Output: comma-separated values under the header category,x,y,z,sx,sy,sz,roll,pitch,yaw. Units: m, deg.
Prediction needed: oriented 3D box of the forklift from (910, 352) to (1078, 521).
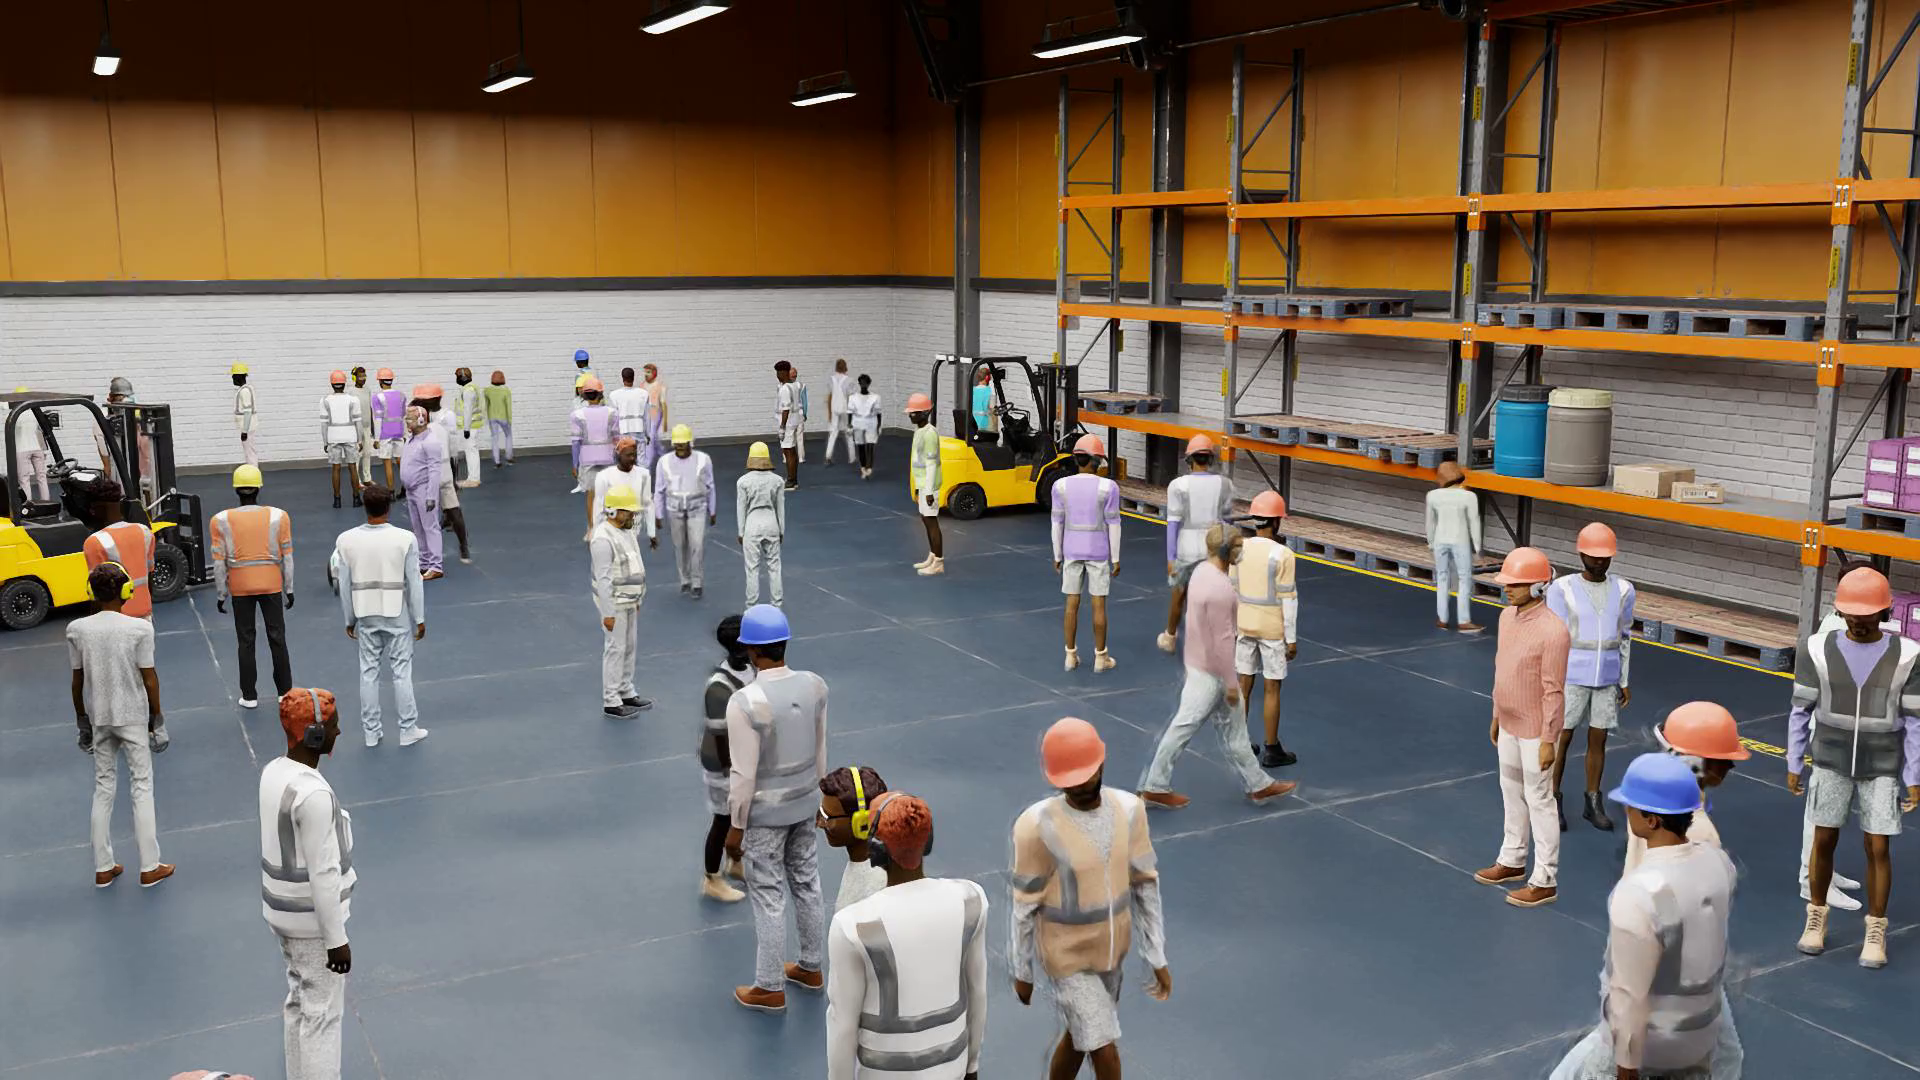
category,x,y,z,sx,sy,sz,roll,pitch,yaw
forklift,0.460,-1.461,22.833,2.313,2.155,1.214,-5,11,-28

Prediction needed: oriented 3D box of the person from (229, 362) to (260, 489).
category,x,y,z,sx,sy,sz,roll,pitch,yaw
person,-10.756,-1.707,25.018,0.363,1.928,0.587,-4,11,-24

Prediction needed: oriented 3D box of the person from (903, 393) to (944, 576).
category,x,y,z,sx,sy,sz,roll,pitch,yaw
person,-0.403,-0.615,18.468,0.452,2.030,0.621,-2,10,-11

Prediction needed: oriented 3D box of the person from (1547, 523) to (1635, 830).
category,x,y,z,sx,sy,sz,roll,pitch,yaw
person,3.887,0.846,10.285,0.551,1.936,0.357,0,10,-1

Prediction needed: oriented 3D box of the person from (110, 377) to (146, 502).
category,x,y,z,sx,sy,sz,roll,pitch,yaw
person,-11.667,-1.361,23.264,0.325,1.842,0.517,3,10,17

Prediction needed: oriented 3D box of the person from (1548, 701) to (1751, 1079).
category,x,y,z,sx,sy,sz,roll,pitch,yaw
person,2.649,1.539,6.303,1.015,1.948,0.617,0,10,2

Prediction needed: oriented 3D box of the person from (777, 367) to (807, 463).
category,x,y,z,sx,sy,sz,roll,pitch,yaw
person,-2.835,-2.105,28.137,0.511,1.641,0.309,-1,10,-8

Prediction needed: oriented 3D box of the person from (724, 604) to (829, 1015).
category,x,y,z,sx,sy,sz,roll,pitch,yaw
person,-0.878,1.261,7.875,0.409,1.943,0.615,8,13,38

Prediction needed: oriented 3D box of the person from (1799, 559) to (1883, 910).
category,x,y,z,sx,sy,sz,roll,pitch,yaw
person,4.847,1.049,9.187,0.392,1.917,0.592,5,11,28

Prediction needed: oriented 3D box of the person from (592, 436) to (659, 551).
category,x,y,z,sx,sy,sz,roll,pitch,yaw
person,-3.163,-0.052,15.694,0.562,1.858,0.585,9,13,41

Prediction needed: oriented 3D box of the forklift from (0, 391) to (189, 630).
category,x,y,z,sx,sy,sz,roll,pitch,yaw
forklift,-9.026,-0.363,16.508,1.214,2.155,2.313,6,11,29

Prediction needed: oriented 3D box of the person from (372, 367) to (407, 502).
category,x,y,z,sx,sy,sz,roll,pitch,yaw
person,-8.188,-1.509,23.848,0.375,1.935,0.551,7,12,35

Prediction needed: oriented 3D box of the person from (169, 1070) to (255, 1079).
category,x,y,z,sx,sy,sz,roll,pitch,yaw
person,-1.531,2.034,3.577,0.400,1.902,0.650,2,10,13

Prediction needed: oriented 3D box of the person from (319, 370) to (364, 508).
category,x,y,z,sx,sy,sz,roll,pitch,yaw
person,-8.639,-1.409,23.262,0.545,1.942,0.351,-3,10,-17

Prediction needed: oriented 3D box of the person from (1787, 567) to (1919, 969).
category,x,y,z,sx,sy,sz,roll,pitch,yaw
person,4.503,1.133,8.388,0.611,2.029,0.409,6,12,31

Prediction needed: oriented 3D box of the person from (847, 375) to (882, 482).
category,x,y,z,sx,sy,sz,roll,pitch,yaw
person,-1.505,-1.741,25.971,0.552,1.650,0.842,1,10,5

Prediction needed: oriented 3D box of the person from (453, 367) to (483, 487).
category,x,y,z,sx,sy,sz,roll,pitch,yaw
person,-7.520,-1.729,25.434,0.429,1.832,0.631,-2,10,-13

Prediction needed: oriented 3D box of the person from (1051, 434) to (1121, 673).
category,x,y,z,sx,sy,sz,roll,pitch,yaw
person,1.086,0.117,14.208,0.605,2.035,0.392,4,10,20

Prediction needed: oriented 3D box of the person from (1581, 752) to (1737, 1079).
category,x,y,z,sx,sy,sz,roll,pitch,yaw
person,2.439,1.669,5.637,0.610,1.918,0.870,-6,12,-32

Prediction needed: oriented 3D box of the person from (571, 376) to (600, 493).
category,x,y,z,sx,sy,sz,roll,pitch,yaw
person,-5.555,-1.550,24.637,0.483,1.745,0.299,5,11,25

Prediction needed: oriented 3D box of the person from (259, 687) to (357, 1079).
category,x,y,z,sx,sy,sz,roll,pitch,yaw
person,-2.588,1.509,6.659,0.360,1.879,0.582,-8,12,-37

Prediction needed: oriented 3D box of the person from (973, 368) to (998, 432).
category,x,y,z,sx,sy,sz,roll,pitch,yaw
person,0.345,-1.672,25.064,0.565,1.840,0.390,9,13,41

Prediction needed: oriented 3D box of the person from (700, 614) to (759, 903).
category,x,y,z,sx,sy,sz,roll,pitch,yaw
person,-1.253,1.197,9.048,0.441,1.658,0.545,3,10,19

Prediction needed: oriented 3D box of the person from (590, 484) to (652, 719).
category,x,y,z,sx,sy,sz,roll,pitch,yaw
person,-2.621,0.467,12.815,0.403,1.818,0.606,1,10,9

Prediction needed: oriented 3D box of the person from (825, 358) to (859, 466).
category,x,y,z,sx,sy,sz,roll,pitch,yaw
person,-2.014,-2.147,27.946,0.524,1.799,0.929,4,10,20

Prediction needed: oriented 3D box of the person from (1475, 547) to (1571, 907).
category,x,y,z,sx,sy,sz,roll,pitch,yaw
person,3.107,1.016,9.190,0.415,1.985,0.611,-2,10,-12

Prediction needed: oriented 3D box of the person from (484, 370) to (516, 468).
category,x,y,z,sx,sy,sz,roll,pitch,yaw
person,-7.656,-2.026,27.771,0.505,1.609,0.658,1,10,5

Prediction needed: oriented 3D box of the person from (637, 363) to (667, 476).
category,x,y,z,sx,sy,sz,roll,pitch,yaw
person,-4.902,-1.933,26.646,0.566,1.817,0.881,7,12,37

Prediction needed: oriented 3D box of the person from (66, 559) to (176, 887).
category,x,y,z,sx,sy,sz,roll,pitch,yaw
person,-4.758,1.041,9.412,0.510,1.859,0.341,0,10,2

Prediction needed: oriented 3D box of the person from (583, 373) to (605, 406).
category,x,y,z,sx,sy,sz,roll,pitch,yaw
person,-5.551,-1.637,25.105,0.337,1.759,0.525,5,11,28

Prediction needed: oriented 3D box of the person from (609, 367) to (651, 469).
category,x,y,z,sx,sy,sz,roll,pitch,yaw
person,-4.768,-1.541,24.102,0.589,1.914,0.392,-3,10,-19

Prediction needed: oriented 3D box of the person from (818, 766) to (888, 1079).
category,x,y,z,sx,sy,sz,roll,pitch,yaw
person,-0.324,1.677,5.736,0.327,1.862,0.509,-2,10,-9

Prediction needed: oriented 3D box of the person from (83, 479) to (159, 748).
category,x,y,z,sx,sy,sz,roll,pitch,yaw
person,-6.085,0.528,12.056,0.374,1.959,0.603,2,10,14

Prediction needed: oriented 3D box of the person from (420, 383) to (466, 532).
category,x,y,z,sx,sy,sz,roll,pitch,yaw
person,-6.671,-1.052,21.319,0.557,1.915,0.457,5,11,27

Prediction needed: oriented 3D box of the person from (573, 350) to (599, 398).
category,x,y,z,sx,sy,sz,roll,pitch,yaw
person,-6.292,-2.231,28.007,0.418,1.939,0.606,4,10,20

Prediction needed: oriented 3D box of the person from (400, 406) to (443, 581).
category,x,y,z,sx,sy,sz,roll,pitch,yaw
person,-5.912,-0.515,18.215,0.410,1.909,0.642,-9,13,-42

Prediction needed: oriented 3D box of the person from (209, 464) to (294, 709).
category,x,y,z,sx,sy,sz,roll,pitch,yaw
person,-5.544,0.368,13.070,0.589,1.928,0.386,-5,11,-25

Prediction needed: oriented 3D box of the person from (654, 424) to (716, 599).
category,x,y,z,sx,sy,sz,roll,pitch,yaw
person,-2.848,-0.284,17.169,0.621,1.802,0.771,-1,10,-4

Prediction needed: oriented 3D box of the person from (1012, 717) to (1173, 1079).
category,x,y,z,sx,sy,sz,roll,pitch,yaw
person,0.514,1.578,6.247,0.544,1.867,0.890,-7,12,-35

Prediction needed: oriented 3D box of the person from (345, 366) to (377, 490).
category,x,y,z,sx,sy,sz,roll,pitch,yaw
person,-9.033,-1.691,25.124,0.331,1.864,0.505,4,11,24

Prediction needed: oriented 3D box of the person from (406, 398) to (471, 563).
category,x,y,z,sx,sy,sz,roll,pitch,yaw
person,-6.091,-0.674,19.119,0.985,1.895,0.725,5,11,27

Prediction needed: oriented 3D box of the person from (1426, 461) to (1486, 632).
category,x,y,z,sx,sy,sz,roll,pitch,yaw
person,4.702,0.060,15.778,0.617,1.611,0.294,8,12,37

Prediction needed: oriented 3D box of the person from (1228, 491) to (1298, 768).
category,x,y,z,sx,sy,sz,roll,pitch,yaw
person,2.118,0.626,11.597,0.551,1.938,0.401,9,14,43

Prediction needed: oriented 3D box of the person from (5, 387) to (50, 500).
category,x,y,z,sx,sy,sz,roll,pitch,yaw
person,-12.613,-1.189,22.498,0.308,1.769,0.525,7,12,34

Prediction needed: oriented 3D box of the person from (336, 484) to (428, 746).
category,x,y,z,sx,sy,sz,roll,pitch,yaw
person,-4.176,0.550,12.050,0.594,1.919,0.387,0,10,-1

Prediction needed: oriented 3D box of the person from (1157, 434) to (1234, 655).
category,x,y,z,sx,sy,sz,roll,pitch,yaw
person,2.057,0.075,14.546,0.620,2.000,0.954,-1,10,-8

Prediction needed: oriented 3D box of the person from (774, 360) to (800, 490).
category,x,y,z,sx,sy,sz,roll,pitch,yaw
person,-2.606,-1.725,25.028,0.368,1.959,0.602,1,10,8

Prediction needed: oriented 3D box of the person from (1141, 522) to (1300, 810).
category,x,y,z,sx,sy,sz,roll,pitch,yaw
person,1.652,0.817,10.607,1.044,1.882,0.650,0,10,2

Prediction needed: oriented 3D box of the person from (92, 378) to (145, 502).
category,x,y,z,sx,sy,sz,roll,pitch,yaw
person,-10.365,-1.016,20.710,0.538,2.000,0.683,5,11,26

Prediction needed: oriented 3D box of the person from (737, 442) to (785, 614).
category,x,y,z,sx,sy,sz,roll,pitch,yaw
person,-1.951,-0.097,16.310,0.480,1.733,0.344,-4,11,-24

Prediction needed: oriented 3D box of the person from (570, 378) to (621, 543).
category,x,y,z,sx,sy,sz,roll,pitch,yaw
person,-4.479,-0.973,20.469,0.608,2.040,0.394,-4,11,-23

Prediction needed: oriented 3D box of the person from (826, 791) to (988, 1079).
category,x,y,z,sx,sy,sz,roll,pitch,yaw
person,-0.165,1.731,5.386,0.574,1.876,0.355,-6,12,-32
